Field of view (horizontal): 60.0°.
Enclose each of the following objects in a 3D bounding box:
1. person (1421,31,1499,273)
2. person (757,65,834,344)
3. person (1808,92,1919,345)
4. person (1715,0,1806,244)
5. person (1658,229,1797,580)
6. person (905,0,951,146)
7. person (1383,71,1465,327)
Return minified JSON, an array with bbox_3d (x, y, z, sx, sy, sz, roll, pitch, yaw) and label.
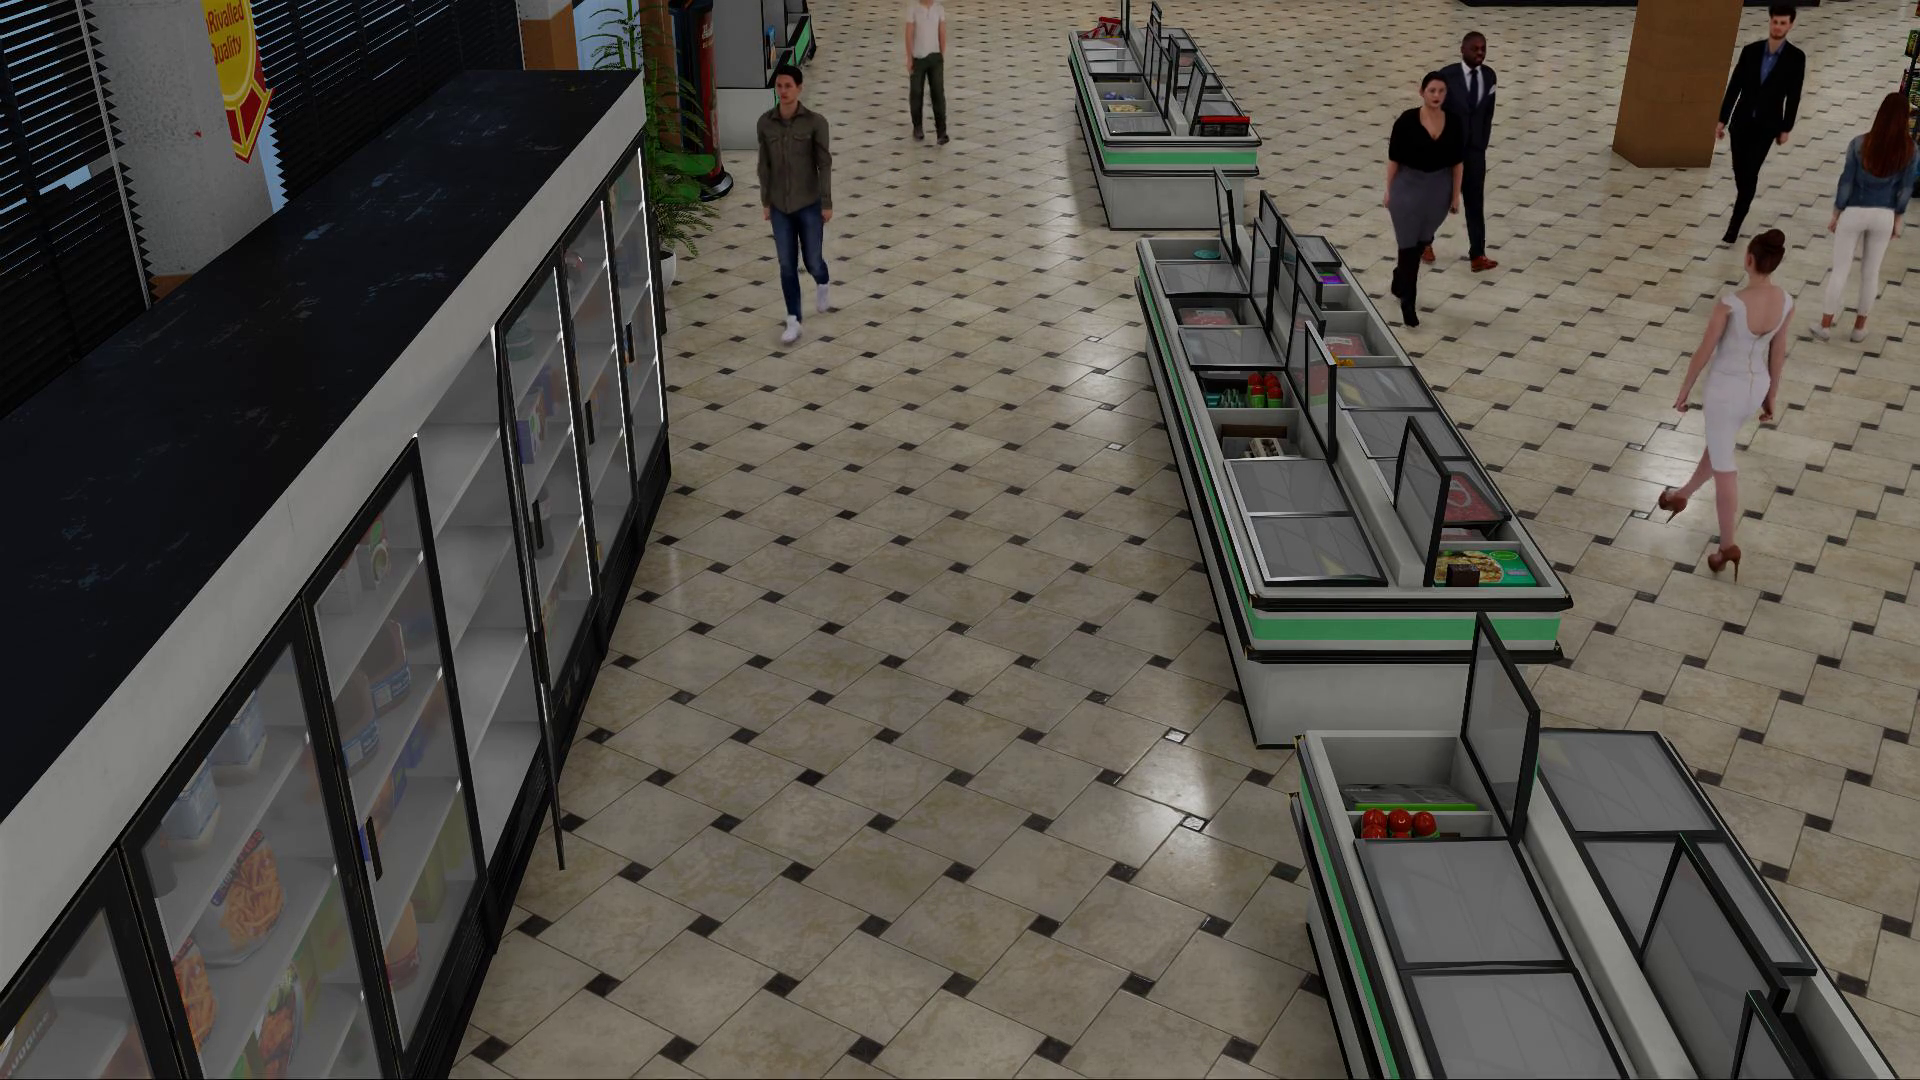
[{"bbox_3d":[3.789,-2.995,12.832,0.844,1.782,1.204,-5,27,-10],"label":"person"},{"bbox_3d":[-1.086,-2.327,11.441,0.856,1.848,1.097,7,28,13],"label":"person"},{"bbox_3d":[6.168,-2.178,11.309,0.675,1.702,0.625,8,28,16],"label":"person"},{"bbox_3d":[6.500,-3.406,13.563,1.188,1.853,1.296,21,34,35],"label":"person"},{"bbox_3d":[3.851,-0.624,8.178,0.706,1.763,1.033,-4,27,-9],"label":"person"},{"bbox_3d":[-0.377,-4.766,16.512,0.756,1.613,1.119,-6,27,-11],"label":"person"},{"bbox_3d":[3.246,-2.441,11.809,0.694,1.719,1.068,-1,27,-2],"label":"person"}]
